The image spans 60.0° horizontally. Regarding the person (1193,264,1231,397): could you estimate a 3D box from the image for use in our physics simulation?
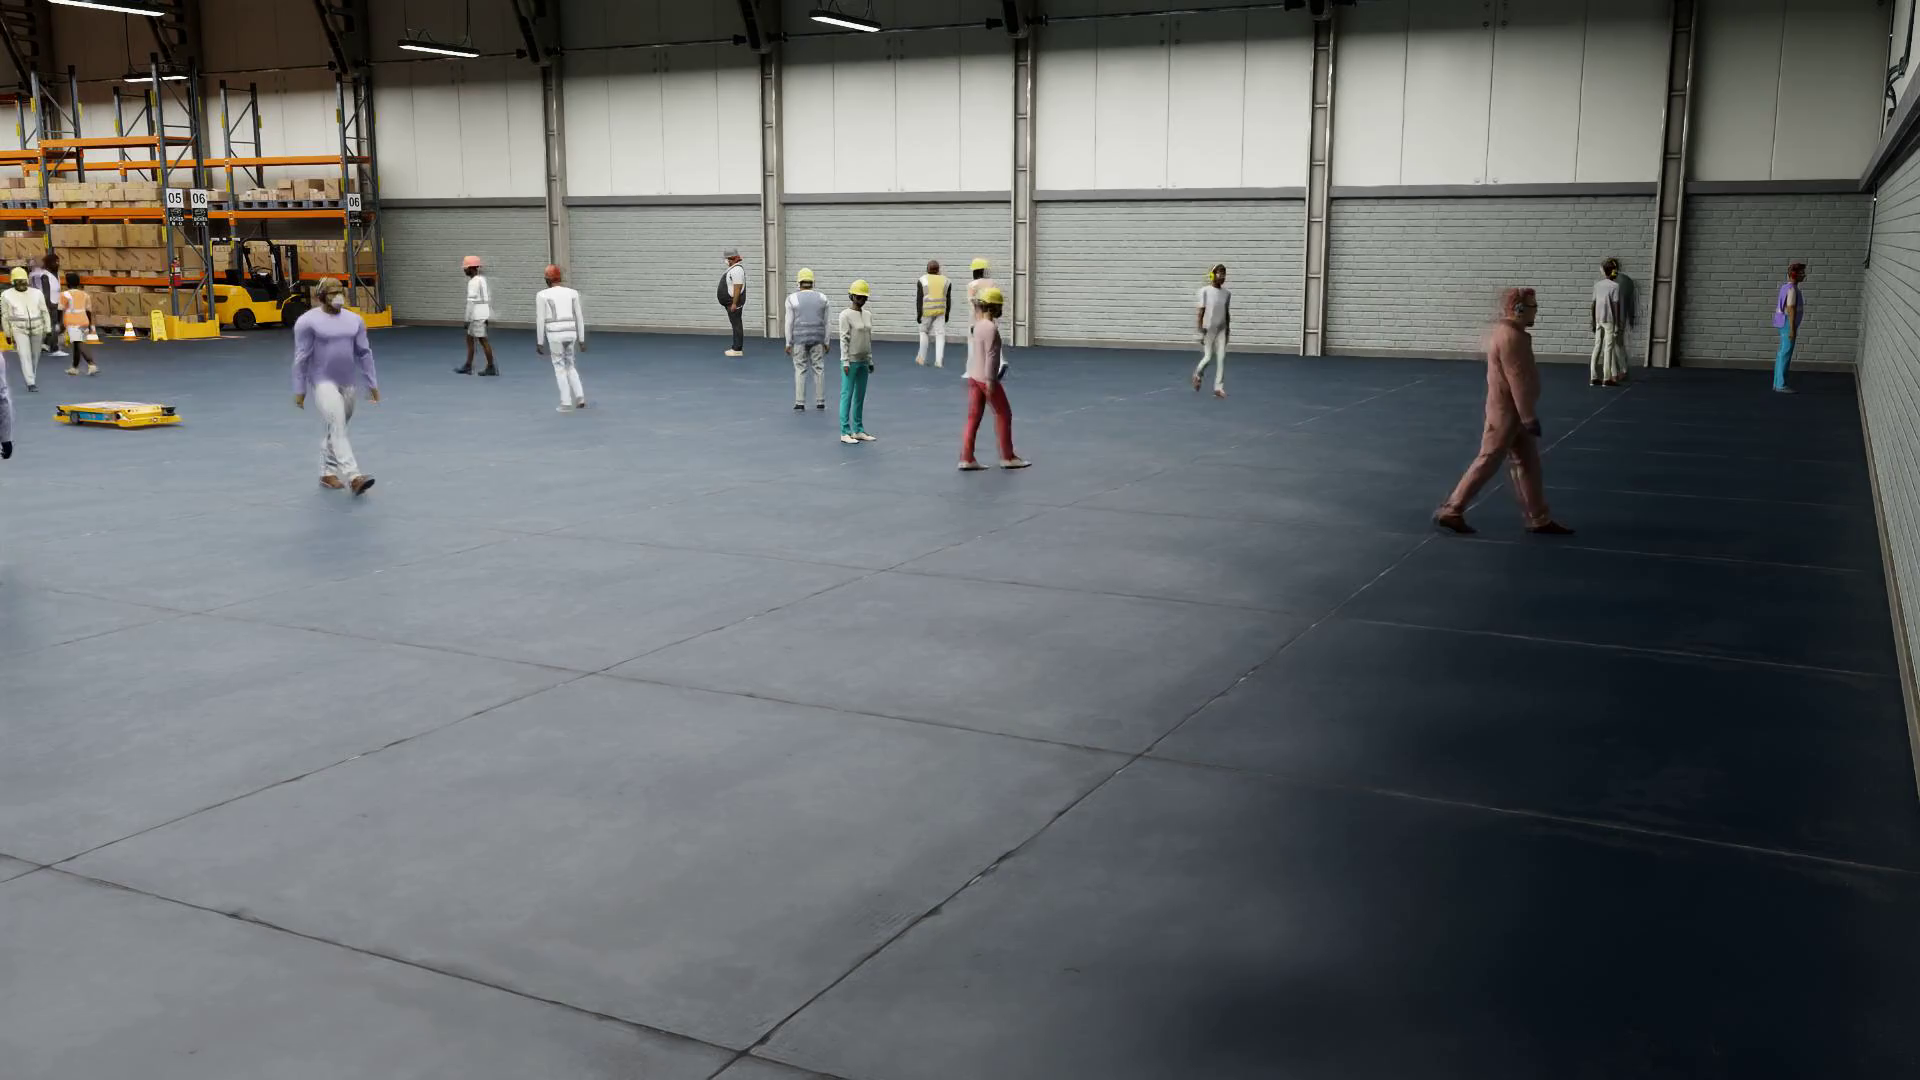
[{"bbox_3d":[3.529,-2.923,23.211,0.531,1.850,0.641,-4,11,-19],"label":"person"}]

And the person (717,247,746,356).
[{"bbox_3d":[-4.262,-4.456,31.041,0.536,2.000,0.676,-2,11,-9],"label":"person"}]

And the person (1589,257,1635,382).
[{"bbox_3d":[10.022,-3.392,25.607,0.675,1.906,0.486,-2,11,-11],"label":"person"}]

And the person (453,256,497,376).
[{"bbox_3d":[-7.811,-3.556,26.486,0.836,1.904,0.583,-1,10,-3],"label":"person"}]

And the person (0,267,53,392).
[{"bbox_3d":[-13.512,-3.050,24.065,0.593,1.802,0.896,-10,14,-43],"label":"person"}]

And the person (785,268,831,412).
[{"bbox_3d":[-1.945,-2.544,21.195,0.600,1.827,0.404,-4,11,-19],"label":"person"}]

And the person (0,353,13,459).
[{"bbox_3d":[-6.598,-0.653,10.912,0.646,1.812,0.771,-4,11,-22],"label":"person"}]

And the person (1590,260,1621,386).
[{"bbox_3d":[9.641,-3.226,24.805,0.331,1.870,0.513,-5,12,-26],"label":"person"}]

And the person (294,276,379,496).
[{"bbox_3d":[-5.388,-1.338,14.471,1.043,1.877,0.653,8,13,38],"label":"person"}]

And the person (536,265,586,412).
[{"bbox_3d":[-5.071,-2.543,21.118,0.591,1.860,0.449,-10,14,-43],"label":"person"}]

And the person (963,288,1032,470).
[{"bbox_3d":[0.356,-1.528,15.875,0.764,1.734,0.558,-3,11,-18],"label":"person"}]

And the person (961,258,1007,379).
[{"bbox_3d":[0.359,-3.439,25.891,0.594,1.902,0.861,-8,13,-38],"label":"person"}]

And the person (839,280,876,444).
[{"bbox_3d":[-1.107,-1.933,18.048,0.329,1.763,0.523,7,12,33],"label":"person"}]

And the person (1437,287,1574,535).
[{"bbox_3d":[4.097,-0.953,12.440,0.968,1.865,0.637,4,11,21],"label":"person"}]

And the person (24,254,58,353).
[{"bbox_3d":[-17.525,-4.479,31.604,0.593,1.885,0.673,-4,11,-21],"label":"person"}]

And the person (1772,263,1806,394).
[{"bbox_3d":[11.801,-3.012,23.699,0.376,1.844,0.572,3,11,18],"label":"person"}]

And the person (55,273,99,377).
[{"bbox_3d":[-14.063,-3.434,26.525,0.868,1.656,0.537,4,11,20],"label":"person"}]

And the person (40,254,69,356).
[{"bbox_3d":[-16.870,-4.364,30.923,0.453,1.898,0.621,-2,11,-9],"label":"person"}]

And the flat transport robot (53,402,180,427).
[{"bbox_3d":[-10.054,-1.510,19.808,1.431,0.197,0.652,6,12,28],"label":"flat transport robot"}]

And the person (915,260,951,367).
[{"bbox_3d":[-0.496,-3.893,28.603,0.651,1.807,0.866,-3,11,-18],"label":"person"}]
